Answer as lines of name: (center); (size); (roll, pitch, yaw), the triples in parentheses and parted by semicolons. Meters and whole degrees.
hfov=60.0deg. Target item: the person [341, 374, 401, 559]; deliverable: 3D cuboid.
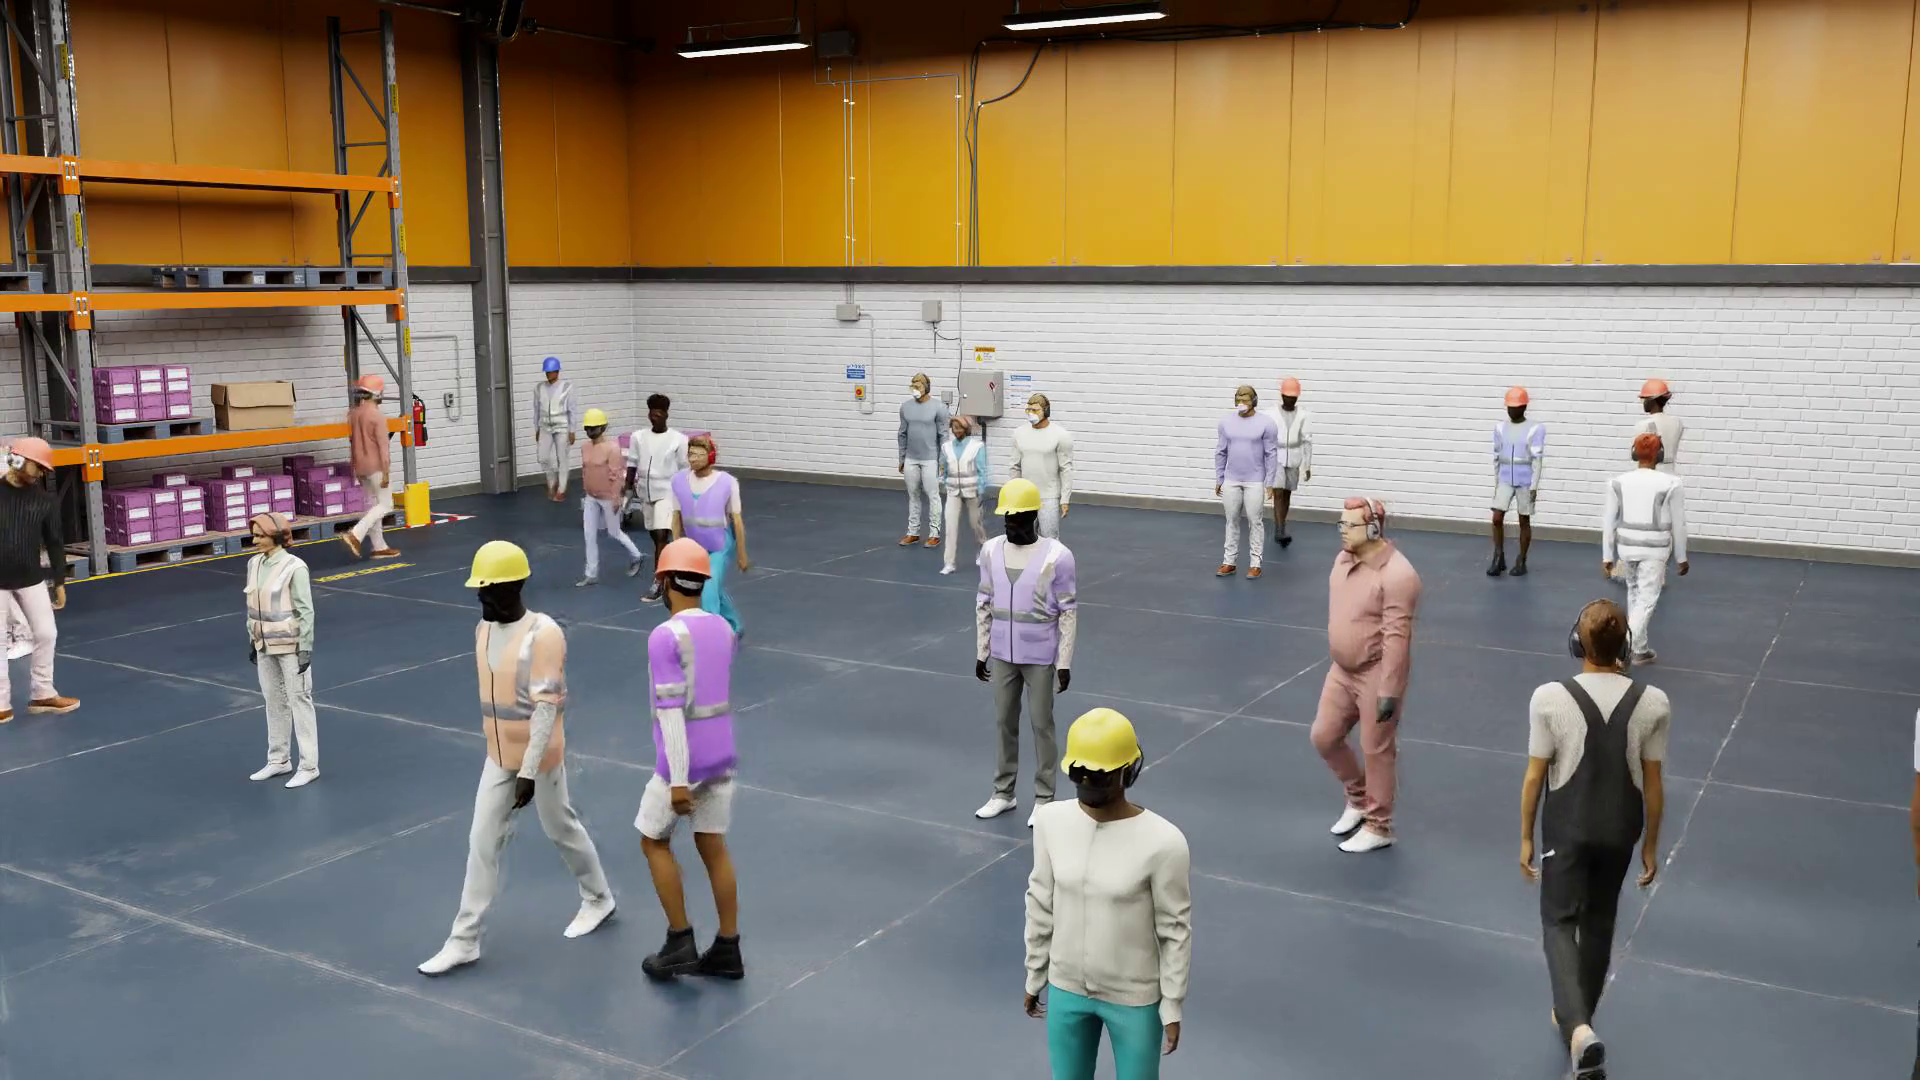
person: (-6.235, -0.748, 17.481); (0.623, 1.981, 0.648); (7, 12, 39)

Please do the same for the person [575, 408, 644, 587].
person: (-3.448, -0.430, 16.265); (0.529, 1.742, 0.740); (6, 11, 32)

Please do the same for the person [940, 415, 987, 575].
person: (0.061, -0.486, 17.006); (0.514, 1.608, 0.817); (4, 10, 22)

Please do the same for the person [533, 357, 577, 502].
person: (-5.377, -1.461, 22.070); (0.639, 1.931, 0.443); (1, 9, 9)

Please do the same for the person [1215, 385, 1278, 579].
person: (2.833, -0.579, 16.557); (0.636, 1.936, 0.355); (5, 11, 30)

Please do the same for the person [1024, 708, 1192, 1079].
person: (0.422, 1.360, 4.996); (0.534, 1.765, 0.325); (5, 11, 30)

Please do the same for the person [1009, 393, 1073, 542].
person: (0.733, -0.386, 15.345); (0.636, 1.938, 0.355); (5, 11, 30)

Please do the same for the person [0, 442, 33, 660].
person: (-7.602, -0.008, 13.090); (0.652, 1.906, 0.405); (5, 11, 30)

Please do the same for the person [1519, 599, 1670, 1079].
person: (2.381, 1.131, 6.252); (0.511, 1.825, 0.775); (1, 9, 7)

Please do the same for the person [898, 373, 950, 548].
person: (-0.415, -0.881, 18.438); (0.636, 1.938, 0.355); (5, 11, 30)

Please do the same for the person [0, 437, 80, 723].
person: (-6.388, 0.286, 11.172); (0.710, 1.944, 0.382); (-8, 12, -42)

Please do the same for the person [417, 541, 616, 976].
person: (-1.947, 0.926, 7.367); (0.592, 1.879, 0.981); (6, 11, 35)

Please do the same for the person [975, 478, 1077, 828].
person: (0.340, 0.615, 9.132); (0.594, 1.925, 0.376); (5, 11, 30)

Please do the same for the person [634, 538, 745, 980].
person: (-1.133, 0.946, 7.190); (0.567, 1.887, 0.555); (5, 11, 30)

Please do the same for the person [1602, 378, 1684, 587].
person: (6.665, -0.566, 16.228); (0.622, 2.021, 0.745); (-4, 10, -22)

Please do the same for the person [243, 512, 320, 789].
person: (-4.021, 0.646, 9.845); (0.523, 1.636, 0.308); (5, 11, 30)

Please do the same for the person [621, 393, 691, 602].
person: (-2.835, -0.431, 15.713); (0.607, 1.934, 0.968); (3, 10, 20)

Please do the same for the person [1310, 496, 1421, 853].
person: (2.105, 0.707, 8.672); (0.416, 1.890, 0.659); (-4, 10, -24)

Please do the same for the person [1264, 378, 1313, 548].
person: (3.629, -0.857, 18.474); (0.555, 1.871, 1.024); (0, 9, 0)

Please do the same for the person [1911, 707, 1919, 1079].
person: (3.636, 1.103, 5.734); (0.672, 2.000, 0.995); (8, 12, 40)

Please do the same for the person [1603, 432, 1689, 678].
person: (5.145, 0.107, 12.584); (0.950, 1.845, 0.576); (-8, 12, -42)

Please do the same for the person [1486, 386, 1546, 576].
person: (5.530, -0.570, 16.594); (0.551, 1.912, 0.664); (7, 12, 39)

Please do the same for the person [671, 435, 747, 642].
person: (-1.917, 0.058, 13.011); (0.569, 1.812, 0.908); (4, 10, 25)
